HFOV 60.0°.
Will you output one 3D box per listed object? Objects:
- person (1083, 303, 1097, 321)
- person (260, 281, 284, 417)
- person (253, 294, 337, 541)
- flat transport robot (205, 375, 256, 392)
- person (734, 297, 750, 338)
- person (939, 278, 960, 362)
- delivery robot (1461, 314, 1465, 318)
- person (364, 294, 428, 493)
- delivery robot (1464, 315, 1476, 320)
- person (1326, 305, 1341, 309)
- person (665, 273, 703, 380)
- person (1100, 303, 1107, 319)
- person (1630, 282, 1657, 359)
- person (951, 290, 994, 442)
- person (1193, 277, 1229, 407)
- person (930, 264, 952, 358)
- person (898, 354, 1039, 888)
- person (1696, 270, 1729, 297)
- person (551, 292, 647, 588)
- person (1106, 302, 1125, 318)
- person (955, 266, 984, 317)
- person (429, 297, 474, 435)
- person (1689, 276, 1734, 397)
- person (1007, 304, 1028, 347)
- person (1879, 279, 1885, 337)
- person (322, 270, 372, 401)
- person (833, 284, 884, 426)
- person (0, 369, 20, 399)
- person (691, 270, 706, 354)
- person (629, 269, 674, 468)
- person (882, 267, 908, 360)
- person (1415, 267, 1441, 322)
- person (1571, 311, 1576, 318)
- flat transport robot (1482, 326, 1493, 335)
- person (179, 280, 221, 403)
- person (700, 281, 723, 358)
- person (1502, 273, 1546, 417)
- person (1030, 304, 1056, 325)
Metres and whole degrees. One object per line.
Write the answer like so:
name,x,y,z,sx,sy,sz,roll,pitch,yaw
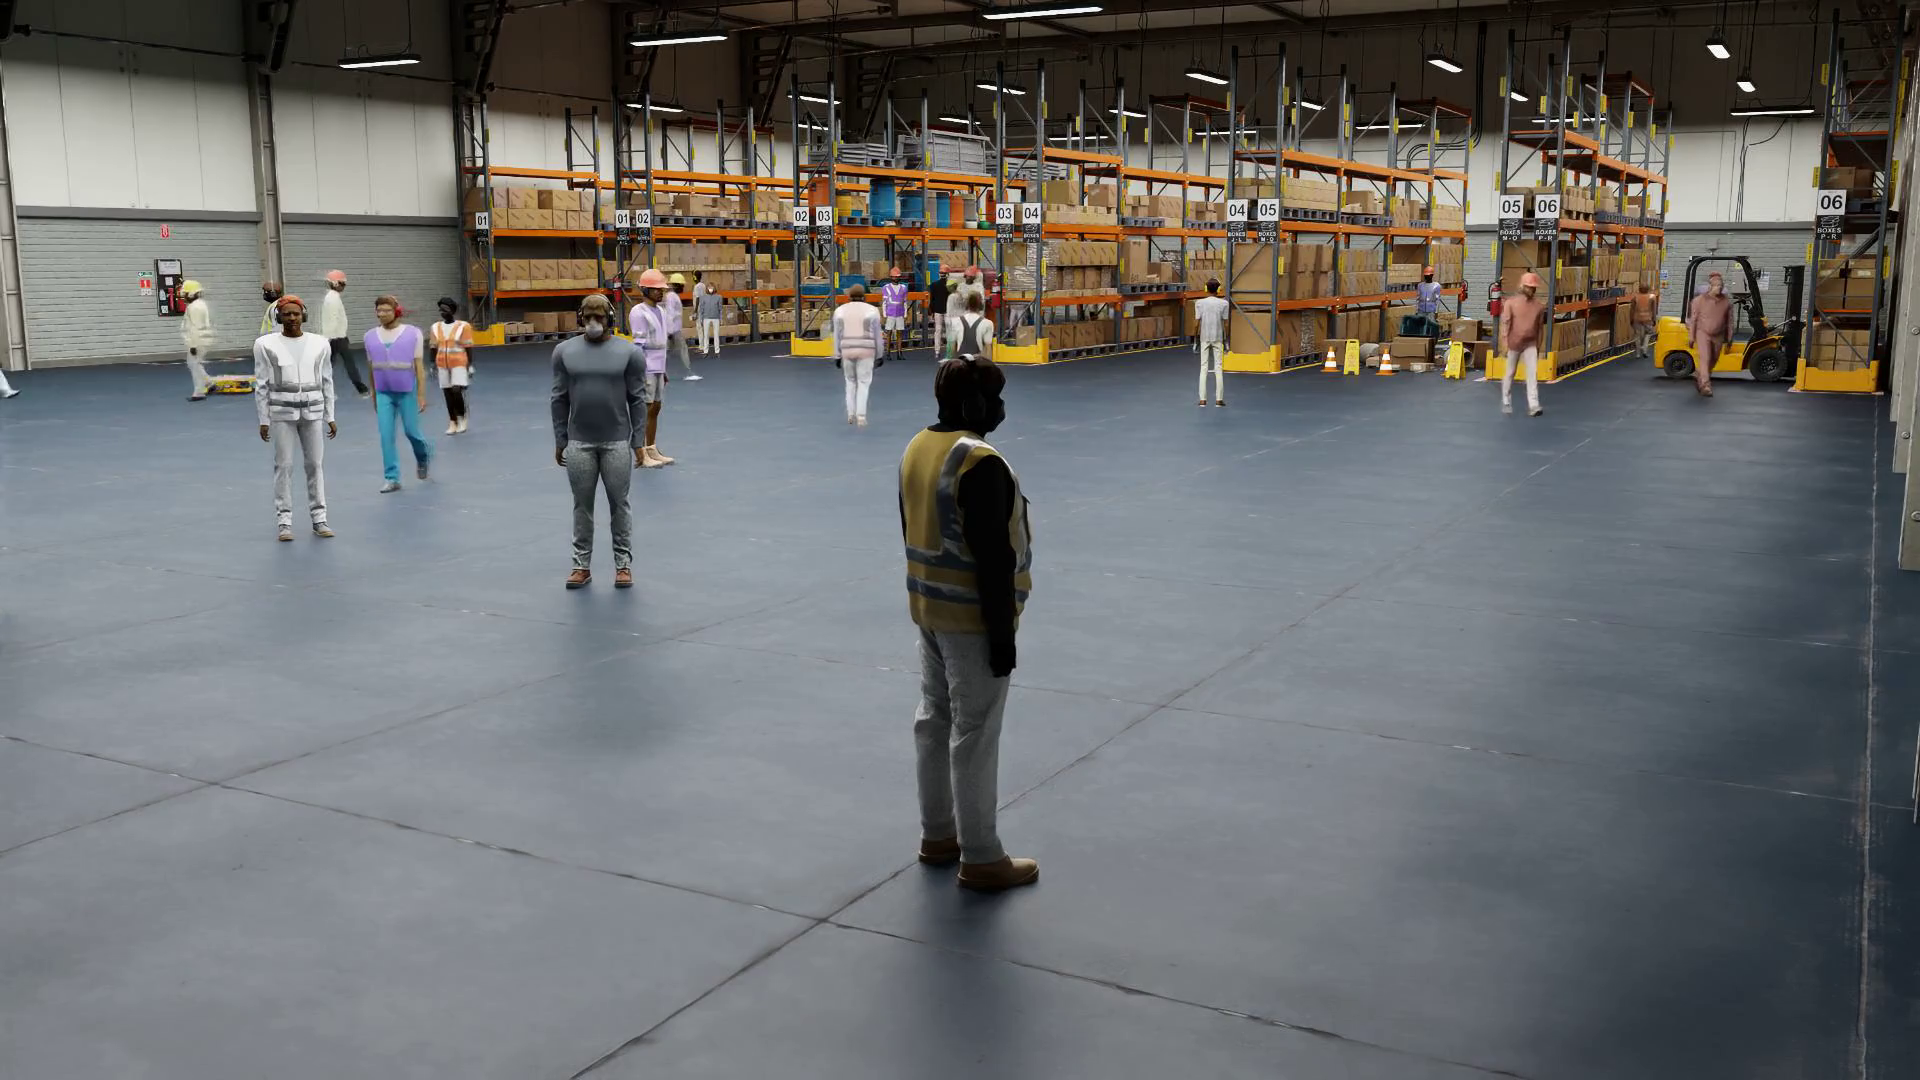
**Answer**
person,3.491,-6.639,45.989,0.641,1.935,0.819,6,11,31
person,-9.268,-2.589,22.613,0.429,1.836,0.628,-3,10,-16
person,-5.102,-0.940,12.803,0.581,1.882,0.351,-7,12,-34
flat transport robot,-11.695,-2.522,26.777,0.652,0.197,1.431,-2,10,-14
person,-5.793,-6.189,44.267,0.507,1.631,0.265,6,11,31
person,-0.046,-4.468,33.868,0.738,1.744,0.520,2,10,11
delivery robot,13.948,-6.016,46.130,0.477,0.478,0.707,-2,10,-11
person,-5.237,-1.380,15.538,0.573,1.828,0.716,0,10,1
delivery robot,13.859,-5.916,45.548,0.707,0.478,0.477,-2,10,-11
person,9.339,-5.685,41.308,0.514,1.636,0.315,2,10,12
person,-5.068,-3.733,29.171,0.969,1.887,0.604,-1,10,-8
person,3.832,-5.949,42.925,0.526,1.596,0.719,8,12,38
person,14.539,-4.670,35.384,0.546,1.615,0.589,5,11,28
person,0.136,-1.916,18.800,0.505,1.802,0.988,2,10,10
person,3.639,-2.862,24.094,0.518,1.870,0.323,2,10,12
person,-0.337,-4.904,35.687,0.619,1.994,0.381,3,10,15
person,0.033,0.277,5.803,0.429,1.845,0.621,-5,11,-28
person,15.197,-4.508,33.669,0.657,1.889,0.687,8,13,40
person,-2.366,-0.647,10.928,0.628,1.940,0.373,0,10,-2
person,3.930,-5.821,41.836,0.528,1.726,0.874,3,10,16
person,0.209,-4.643,34.226,0.605,1.993,1.015,1,10,9
person,-6.180,-2.096,20.150,0.551,1.678,0.436,2,10,11
person,11.758,-3.204,26.102,0.655,1.880,0.858,0,10,1
person,1.322,-5.340,38.682,0.547,1.847,0.603,3,10,18
person,24.507,-6.399,44.657,0.391,1.920,0.587,-6,12,-33
person,-9.264,-3.067,25.027,0.977,1.947,0.632,-5,11,-26
person,-1.276,-2.386,21.478,0.630,1.822,0.698,2,10,14
person,-14.758,-2.898,25.126,0.895,1.588,0.539,1,10,8
person,-5.837,-5.089,37.154,0.327,1.865,0.519,2,10,13
person,-3.157,-1.765,17.164,0.392,2.041,0.615,2,10,13
person,-1.350,-4.720,34.776,0.543,1.939,0.359,-3,10,-18
person,10.508,-5.169,37.408,0.545,1.938,0.360,6,11,31
person,15.166,-5.755,40.838,0.551,1.935,0.375,3,10,15
flat transport robot,14.617,-5.757,45.721,0.652,0.197,1.431,-1,10,-6
person,-11.363,-2.948,24.726,0.413,1.821,0.614,-3,10,-15
person,-5.340,-4.737,35.762,0.499,1.634,0.279,-1,10,-7
person,7.691,-2.663,22.728,0.629,1.944,1.019,0,10,-2
person,1.888,-5.209,37.681,0.625,1.931,0.375,0,10,-1
